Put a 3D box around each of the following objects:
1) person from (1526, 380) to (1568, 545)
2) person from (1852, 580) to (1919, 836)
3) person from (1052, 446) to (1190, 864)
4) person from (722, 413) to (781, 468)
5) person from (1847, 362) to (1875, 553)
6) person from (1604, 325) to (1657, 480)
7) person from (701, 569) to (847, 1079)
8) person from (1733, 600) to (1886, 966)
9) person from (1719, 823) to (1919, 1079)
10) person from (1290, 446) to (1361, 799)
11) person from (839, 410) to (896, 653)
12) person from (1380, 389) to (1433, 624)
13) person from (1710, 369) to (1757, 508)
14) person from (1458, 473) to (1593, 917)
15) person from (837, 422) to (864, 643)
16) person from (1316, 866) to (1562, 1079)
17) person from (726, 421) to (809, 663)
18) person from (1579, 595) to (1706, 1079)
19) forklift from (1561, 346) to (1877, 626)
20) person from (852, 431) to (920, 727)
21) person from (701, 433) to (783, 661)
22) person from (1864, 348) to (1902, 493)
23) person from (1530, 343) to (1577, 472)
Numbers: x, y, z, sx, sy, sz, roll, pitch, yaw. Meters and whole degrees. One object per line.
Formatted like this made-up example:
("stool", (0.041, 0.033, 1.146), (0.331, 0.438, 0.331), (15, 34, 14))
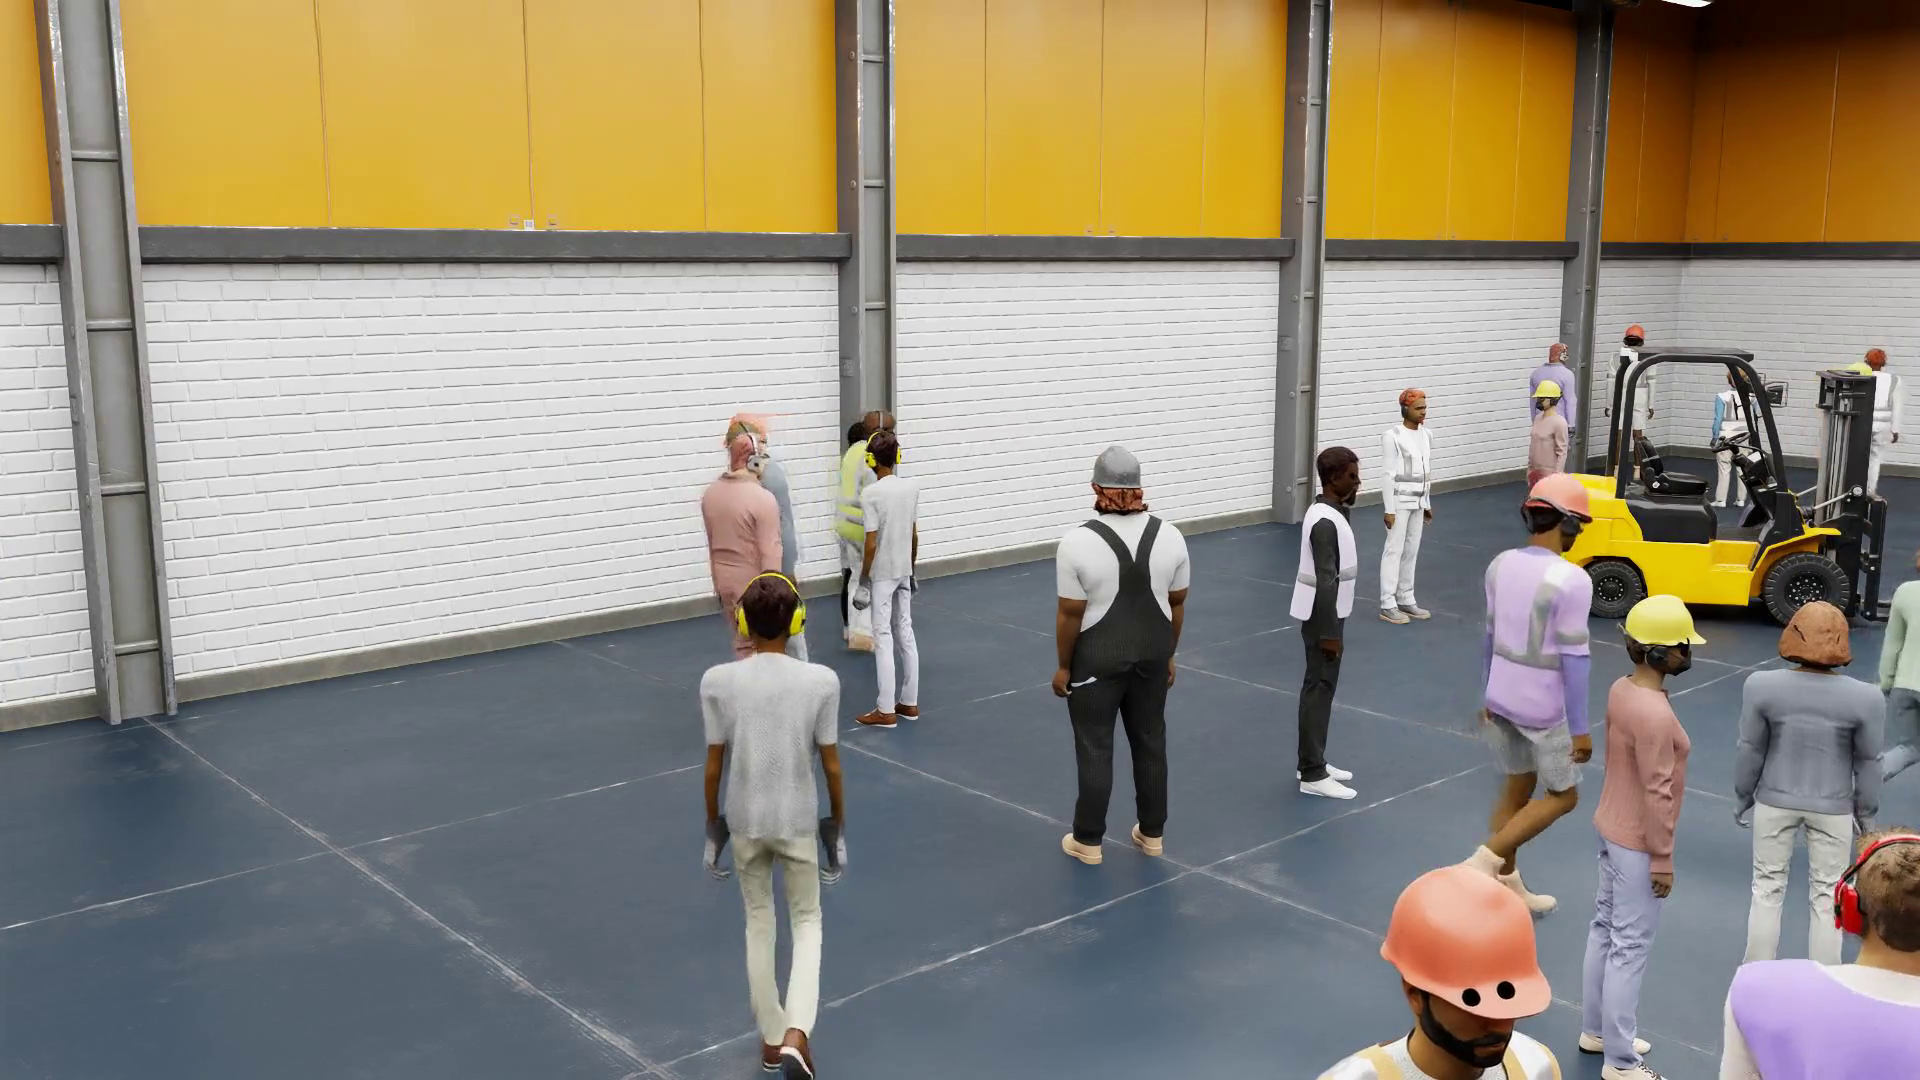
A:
("person", (5.572, -0.636, 15.866), (0.316, 1.769, 0.523), (-2, 10, -13))
("person", (4.708, 0.757, 8.162), (0.550, 1.614, 0.531), (-3, 10, -18))
("person", (0.741, 0.550, 8.119), (0.674, 2.000, 0.535), (-3, 10, -18))
("person", (-1.434, 0.098, 11.187), (0.637, 1.906, 0.538), (1, 10, 8))
("person", (8.737, -0.782, 16.302), (0.481, 1.915, 0.621), (-3, 10, -19))
("person", (8.819, -1.805, 21.901), (0.615, 2.040, 0.391), (4, 10, 20))
("person", (-0.662, 1.031, 5.879), (0.513, 1.854, 0.564), (0, 10, -1))
("person", (3.262, 1.041, 6.425), (0.507, 1.635, 0.272), (6, 11, 29))
("person", (1.791, 1.480, 3.327), (0.587, 1.823, 0.778), (4, 10, 20))
("person", (2.008, 0.437, 9.134), (0.392, 1.921, 0.590), (2, 10, 11))
("person", (-0.667, -0.051, 12.281), (0.435, 1.821, 0.659), (-4, 11, -23))
("person", (3.611, -0.276, 13.417), (0.576, 1.883, 0.354), (-8, 13, -40))
("person", (9.035, -1.184, 19.443), (0.525, 1.639, 0.307), (-1, 10, -6))
("person", (2.464, 0.715, 7.231), (0.586, 2.013, 0.643), (-3, 10, -16))
("person", (-0.771, -0.063, 12.721), (0.321, 1.694, 0.529), (2, 10, 9))
("person", (0.834, 1.492, 2.902), (0.551, 1.936, 0.357), (-5, 11, -26))
("person", (-1.346, 0.173, 10.769), (0.878, 1.883, 0.647), (-3, 10, -20))
("person", (2.428, 1.063, 5.917), (0.315, 1.769, 0.524), (1, 10, 6))
("forklift", (6.109, -0.478, 13.691), (2.313, 2.155, 1.214), (3, 10, 16))
("person", (-0.462, 0.244, 10.430), (0.328, 1.865, 0.517), (9, 13, 41))
("person", (-1.290, 0.291, 10.083), (0.653, 1.892, 0.693), (9, 13, 43))
("person", (10.693, -1.327, 19.606), (0.605, 1.865, 0.645), (2, 10, 11))
("person", (7.182, -1.422, 20.078), (0.406, 1.903, 0.639), (-5, 11, -29))
